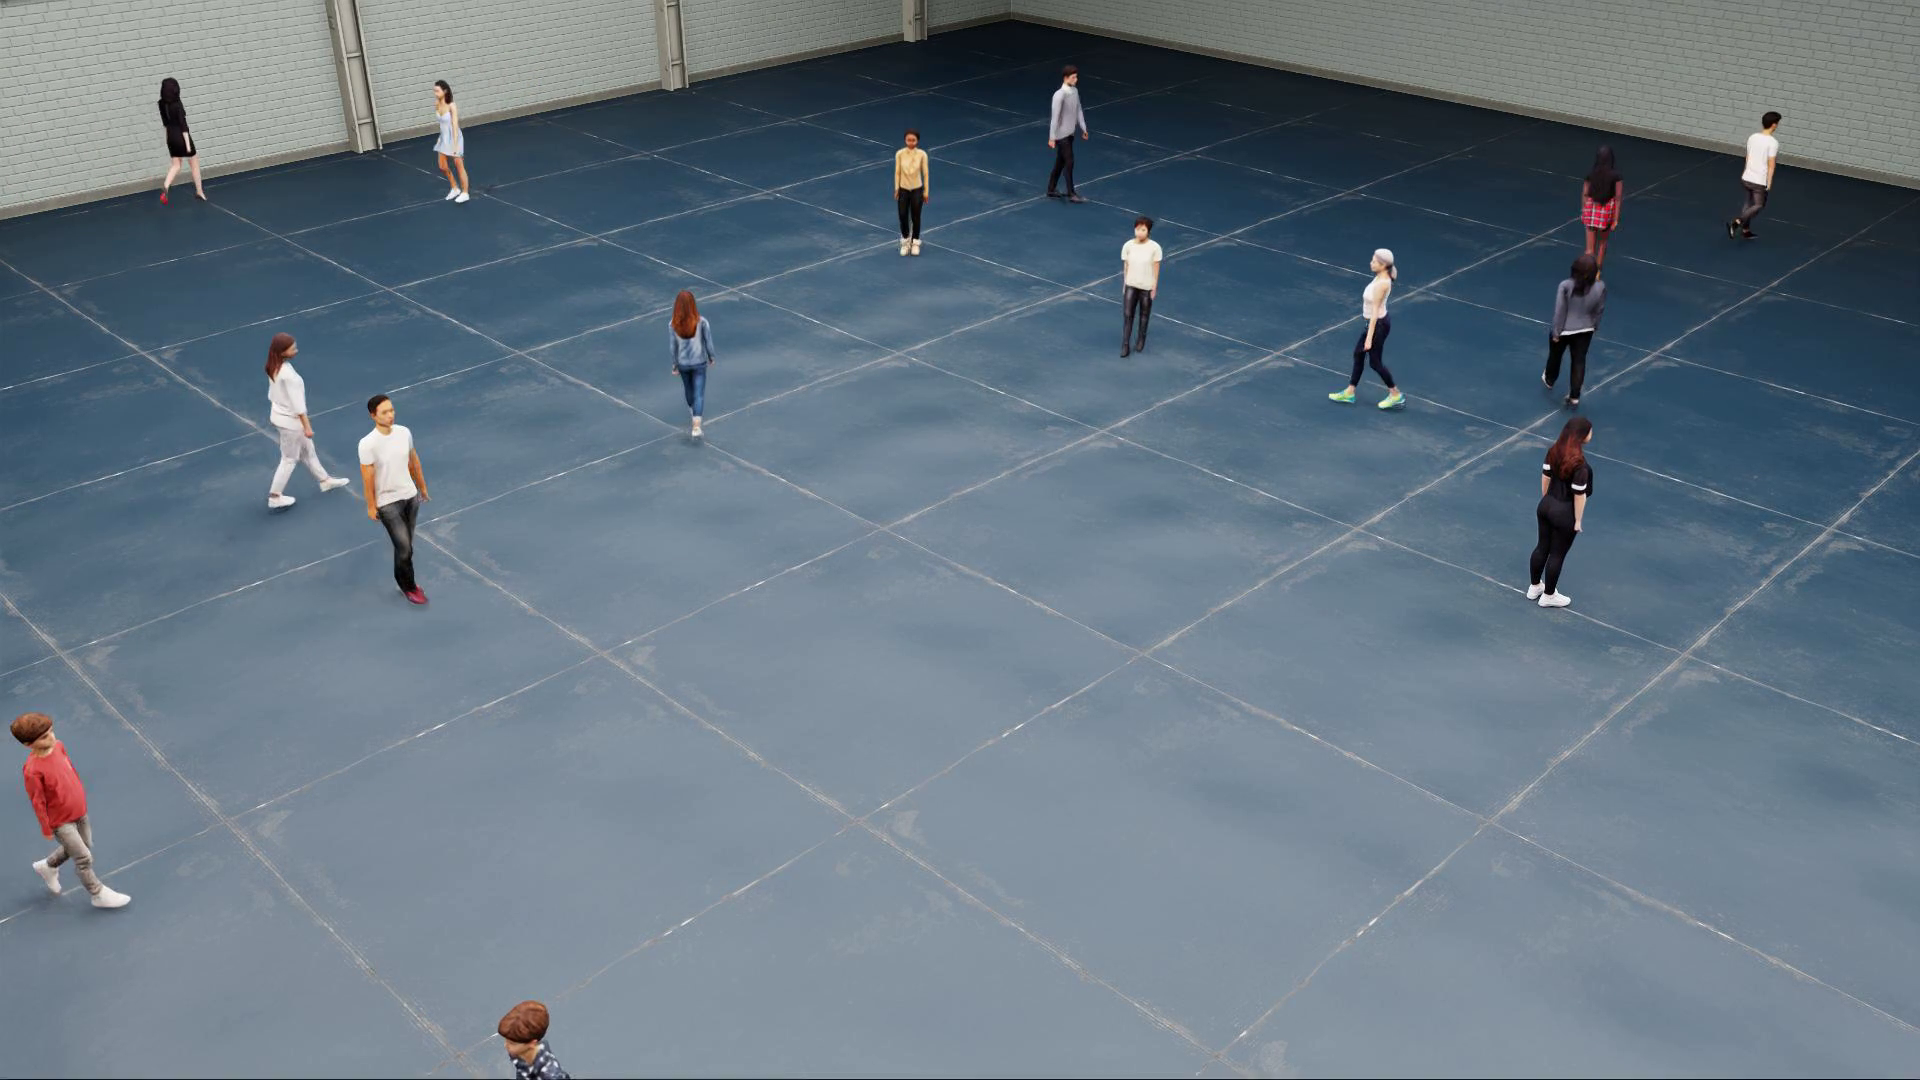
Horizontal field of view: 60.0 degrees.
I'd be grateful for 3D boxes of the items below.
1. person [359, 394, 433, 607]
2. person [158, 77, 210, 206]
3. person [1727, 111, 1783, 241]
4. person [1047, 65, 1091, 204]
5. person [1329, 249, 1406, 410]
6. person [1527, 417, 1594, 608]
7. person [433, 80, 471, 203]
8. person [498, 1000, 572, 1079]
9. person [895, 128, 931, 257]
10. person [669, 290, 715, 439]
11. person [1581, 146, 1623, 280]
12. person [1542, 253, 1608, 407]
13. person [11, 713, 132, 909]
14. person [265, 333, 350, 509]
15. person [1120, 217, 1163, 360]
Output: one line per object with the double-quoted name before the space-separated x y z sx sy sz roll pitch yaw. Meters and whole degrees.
"person" -4.627 -0.354 13.454 0.813 1.798 0.725 15 32 26
"person" -10.898 -5.467 23.073 0.880 1.780 1.114 11 30 19
"person" 10.379 -4.739 21.786 0.985 1.706 0.833 -10 30 -17
"person" 1.381 -5.728 23.442 0.979 1.894 1.027 13 31 23
"person" 4.295 -2.117 16.887 0.991 1.683 1.039 6 29 12
"person" 4.837 -0.238 13.405 0.706 1.638 0.694 -11 30 -19
"person" -7.086 -5.629 23.447 0.662 1.716 0.681 13 31 23
"person" -1.934 2.762 8.000 0.683 1.424 0.545 -23 36 -36
"person" -0.620 -4.497 21.395 0.761 1.646 0.816 2 28 4
"person" -2.638 -1.707 16.358 0.951 1.455 1.039 1 28 3
"person" 7.785 -3.898 20.224 0.860 1.689 0.986 13 31 23
"person" 6.304 -2.128 17.039 1.071 1.559 1.150 1 28 1
"person" -5.508 1.652 10.112 0.880 1.399 0.853 3 28 5
"person" -6.063 -1.033 14.893 1.012 1.643 0.715 -24 36 -37
"person" 1.999 -2.795 18.292 0.875 1.559 1.044 8 29 15
